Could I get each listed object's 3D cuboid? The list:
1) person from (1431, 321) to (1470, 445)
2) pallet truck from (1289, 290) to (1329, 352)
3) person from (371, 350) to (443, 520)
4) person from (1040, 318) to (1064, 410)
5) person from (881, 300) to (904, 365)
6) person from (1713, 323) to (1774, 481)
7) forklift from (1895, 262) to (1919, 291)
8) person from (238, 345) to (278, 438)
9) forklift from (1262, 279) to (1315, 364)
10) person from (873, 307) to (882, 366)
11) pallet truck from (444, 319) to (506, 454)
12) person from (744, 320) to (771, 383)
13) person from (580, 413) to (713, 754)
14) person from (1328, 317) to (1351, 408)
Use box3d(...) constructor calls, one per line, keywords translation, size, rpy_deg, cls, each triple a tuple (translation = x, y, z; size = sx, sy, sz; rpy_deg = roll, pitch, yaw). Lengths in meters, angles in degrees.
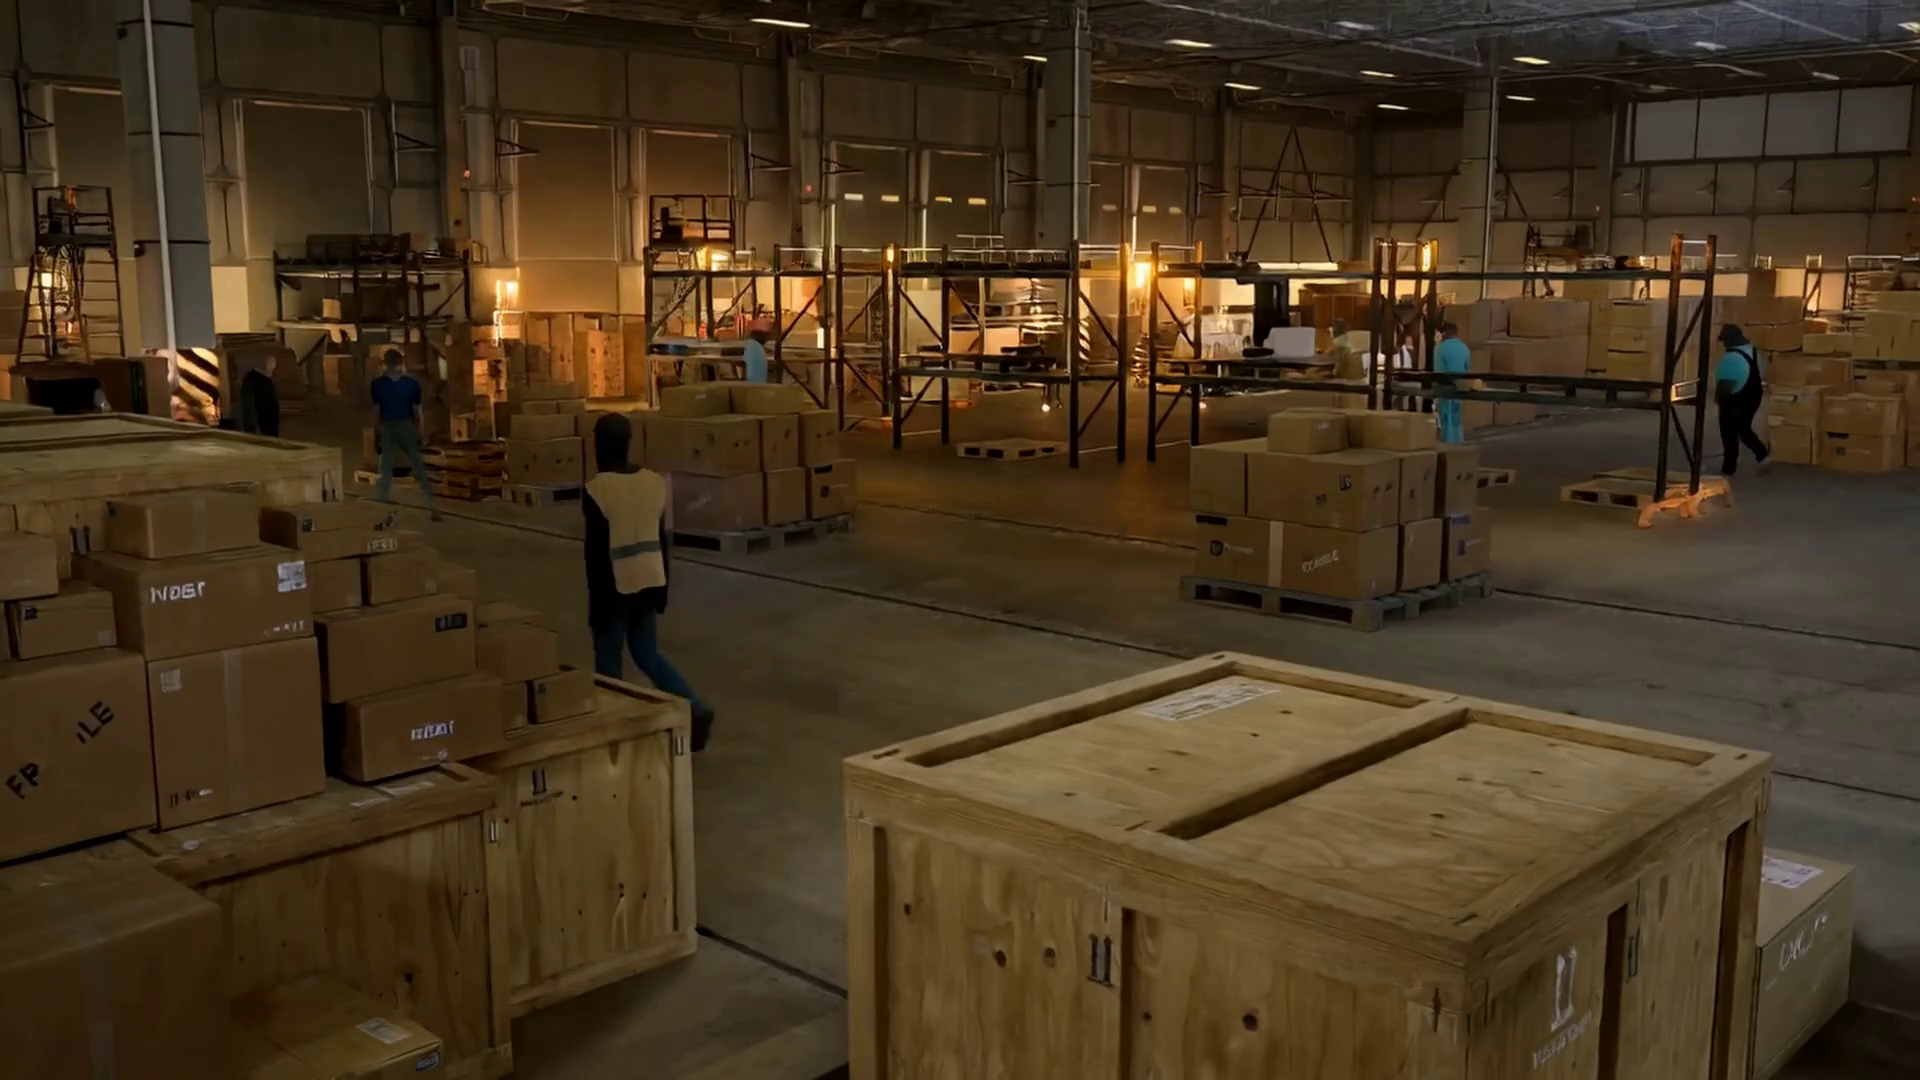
box3d(translation=(6.810, -2.072, 23.175), size=(0.622, 1.932, 0.367), rpy_deg=(-5, 10, -28), cls="person")
box3d(translation=(11.297, -6.951, 52.861), size=(1.885, 1.965, 0.823), rpy_deg=(-5, 11, -29), cls="pallet truck")
box3d(translation=(-5.859, -1.100, 17.528), size=(0.660, 1.837, 0.495), rpy_deg=(-2, 9, -11), cls="person")
box3d(translation=(1.754, -3.320, 31.398), size=(0.483, 1.740, 0.319), rpy_deg=(-4, 10, -24), cls="person")
box3d(translation=(-1.570, -4.684, 39.154), size=(0.551, 1.932, 0.378), rpy_deg=(4, 10, 22), cls="person")
box3d(translation=(9.743, -1.732, 20.733), size=(0.753, 2.000, 0.701), rpy_deg=(-5, 11, -29), cls="person")
box3d(translation=(23.015, -5.318, 40.151), size=(1.129, 2.768, 1.873), rpy_deg=(3, 10, 18), cls="forklift")
box3d(translation=(-6.698, -0.924, 16.132), size=(0.545, 1.921, 0.660), rpy_deg=(-8, 12, -39), cls="person")
box3d(translation=(8.555, -6.090, 44.881), size=(1.873, 2.768, 1.129), rpy_deg=(9, 13, 43), cls="forklift")
box3d(translation=(-2.161, -5.386, 44.393), size=(0.314, 1.633, 0.521), rpy_deg=(-1, 9, -5), cls="person")
box3d(translation=(-6.981, -1.942, 22.150), size=(1.885, 1.965, 0.823), rpy_deg=(1, 9, 9), cls="pallet truck")
box3d(translation=(-3.178, -2.389, 25.214), size=(0.795, 1.890, 0.586), rpy_deg=(0, 9, 0), cls="person")
box3d(translation=(-1.722, 0.271, 8.919), size=(0.746, 1.898, 0.602), rpy_deg=(5, 11, 30), cls="person")
box3d(translation=(5.811, -2.456, 25.535), size=(0.367, 1.931, 0.630), rpy_deg=(2, 9, 11), cls="person")
